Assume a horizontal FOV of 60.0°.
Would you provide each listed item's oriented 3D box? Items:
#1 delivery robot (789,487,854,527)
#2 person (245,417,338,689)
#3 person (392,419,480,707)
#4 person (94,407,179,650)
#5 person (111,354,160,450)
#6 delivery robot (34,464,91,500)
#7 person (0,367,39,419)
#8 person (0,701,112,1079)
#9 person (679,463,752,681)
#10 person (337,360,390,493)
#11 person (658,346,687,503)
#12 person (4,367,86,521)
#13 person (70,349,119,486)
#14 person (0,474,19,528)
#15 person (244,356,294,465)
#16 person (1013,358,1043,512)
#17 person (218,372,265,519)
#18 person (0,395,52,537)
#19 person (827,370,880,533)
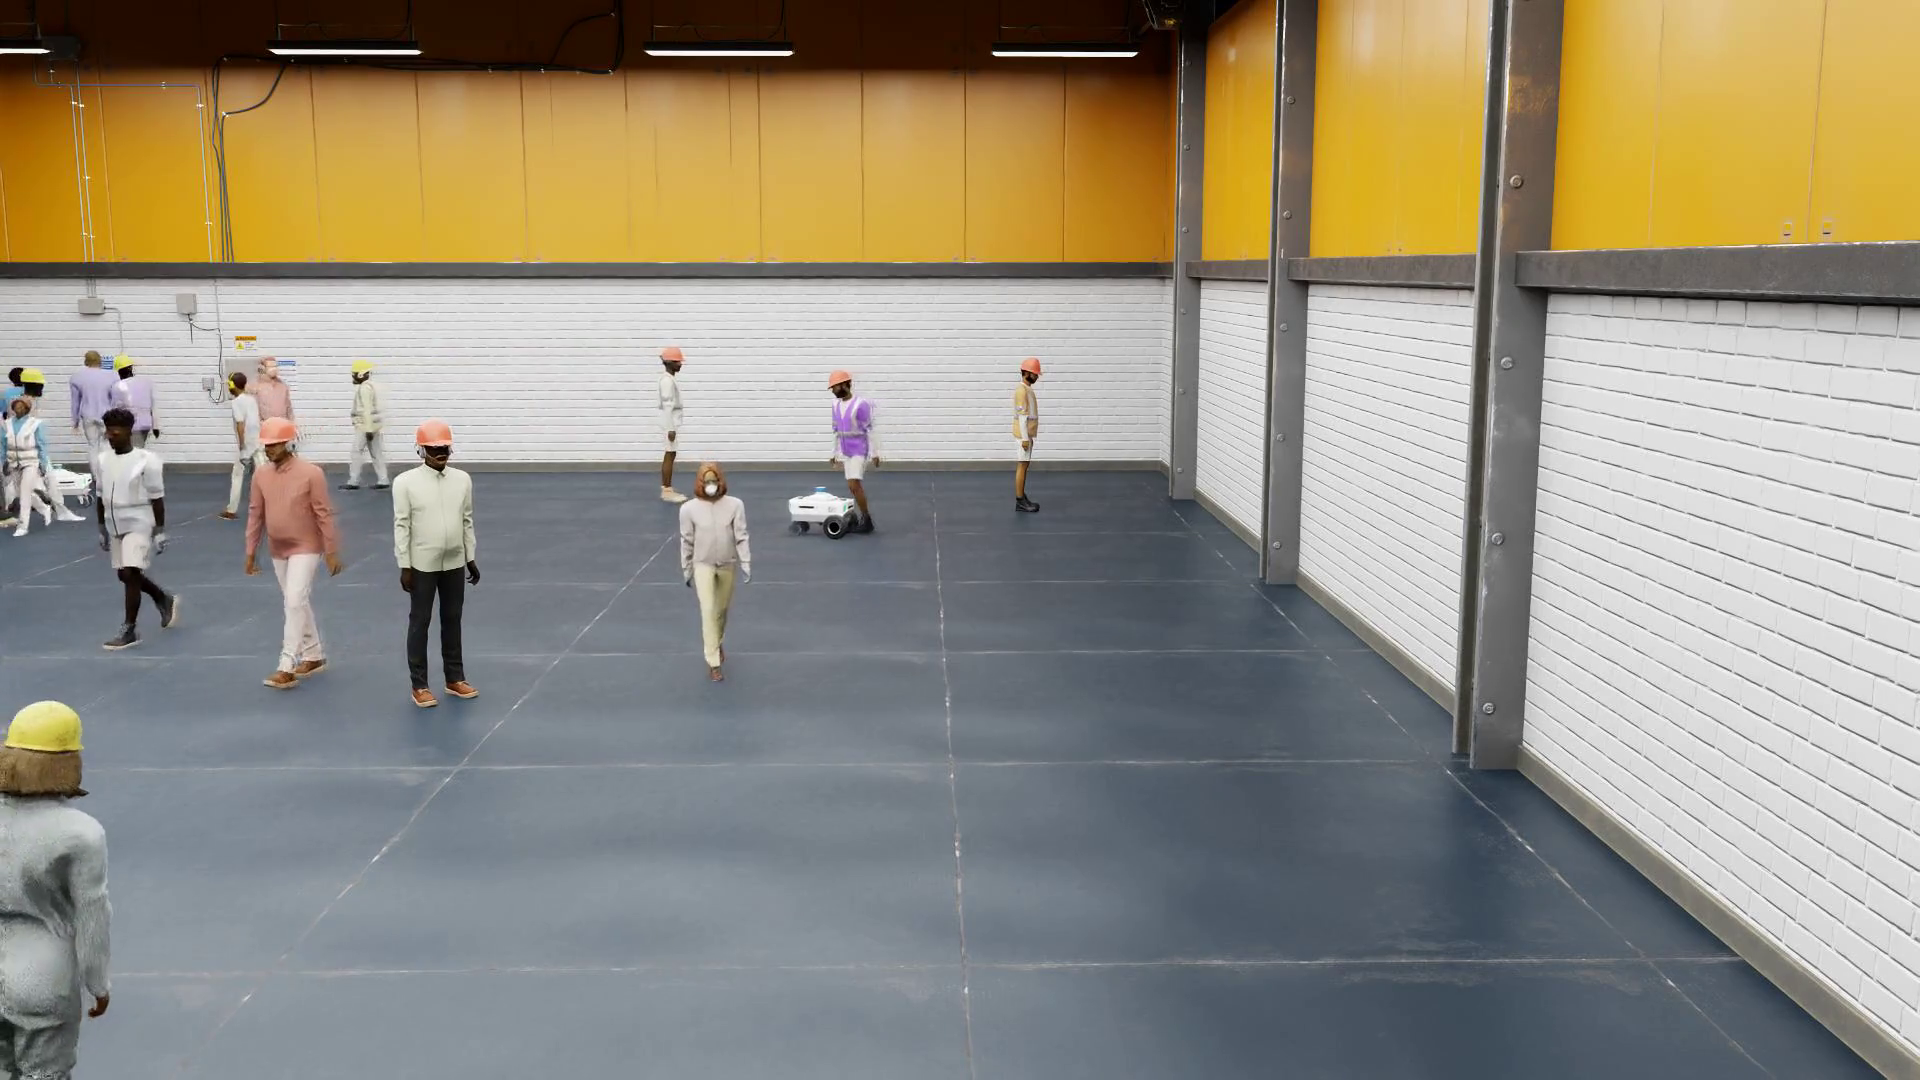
[{"bbox_3d":[-1.572,-0.362,18.900,0.707,0.478,0.477,3,10,15],"label":"delivery robot"},{"bbox_3d":[-4.941,0.097,12.070,0.666,1.955,0.911,3,10,18],"label":"person"},{"bbox_3d":[-3.650,0.152,11.632,0.381,1.996,0.608,9,13,42],"label":"person"},{"bbox_3d":[-6.700,-0.124,13.525,0.603,1.940,0.846,3,10,17],"label":"person"},{"bbox_3d":[-11.024,-1.519,22.163,0.594,1.896,0.586,4,10,21],"label":"person"},{"bbox_3d":[-11.420,-0.717,21.080,0.707,0.478,0.477,-3,10,-16],"label":"delivery robot"},{"bbox_3d":[-12.910,-1.537,22.913,0.548,1.680,0.380,-1,9,-5],"label":"person"},{"bbox_3d":[-2.862,1.354,5.118,0.527,1.710,0.457,0,9,2],"label":"person"},{"bbox_3d":[-1.859,0.198,12.550,0.498,1.599,0.824,-4,10,-21],"label":"person"},{"bbox_3d":[-8.160,-1.537,22.558,0.782,1.800,0.627,-2,9,-11],"label":"person"},{"bbox_3d":[-3.729,-1.504,21.637,0.390,2.041,0.614,-2,9,-9],"label":"person"},{"bbox_3d":[-11.057,-1.102,19.727,0.996,1.886,0.603,-4,10,-22],"label":"person"},{"bbox_3d":[-12.030,-1.698,23.201,0.644,1.914,0.473,-3,10,-18],"label":"person"},{"bbox_3d":[-11.379,-1.007,19.297,0.774,1.803,0.576,-2,10,-13],"label":"person"},{"bbox_3d":[-9.039,-1.473,21.890,0.432,1.894,0.669,5,11,29],"label":"person"},{"bbox_3d":[0.851,-1.319,20.856,0.371,1.928,0.543,1,9,7],"label":"person"},{"bbox_3d":[-8.544,-1.119,20.037,0.988,1.805,0.594,2,10,13],"label":"person"},{"bbox_3d":[-10.715,-0.872,19.126,0.526,1.605,0.753,1,9,6],"label":"person"},{"bbox_3d":[-1.223,-1.006,19.038,0.599,1.889,0.558,-8,12,-42],"label":"person"}]
